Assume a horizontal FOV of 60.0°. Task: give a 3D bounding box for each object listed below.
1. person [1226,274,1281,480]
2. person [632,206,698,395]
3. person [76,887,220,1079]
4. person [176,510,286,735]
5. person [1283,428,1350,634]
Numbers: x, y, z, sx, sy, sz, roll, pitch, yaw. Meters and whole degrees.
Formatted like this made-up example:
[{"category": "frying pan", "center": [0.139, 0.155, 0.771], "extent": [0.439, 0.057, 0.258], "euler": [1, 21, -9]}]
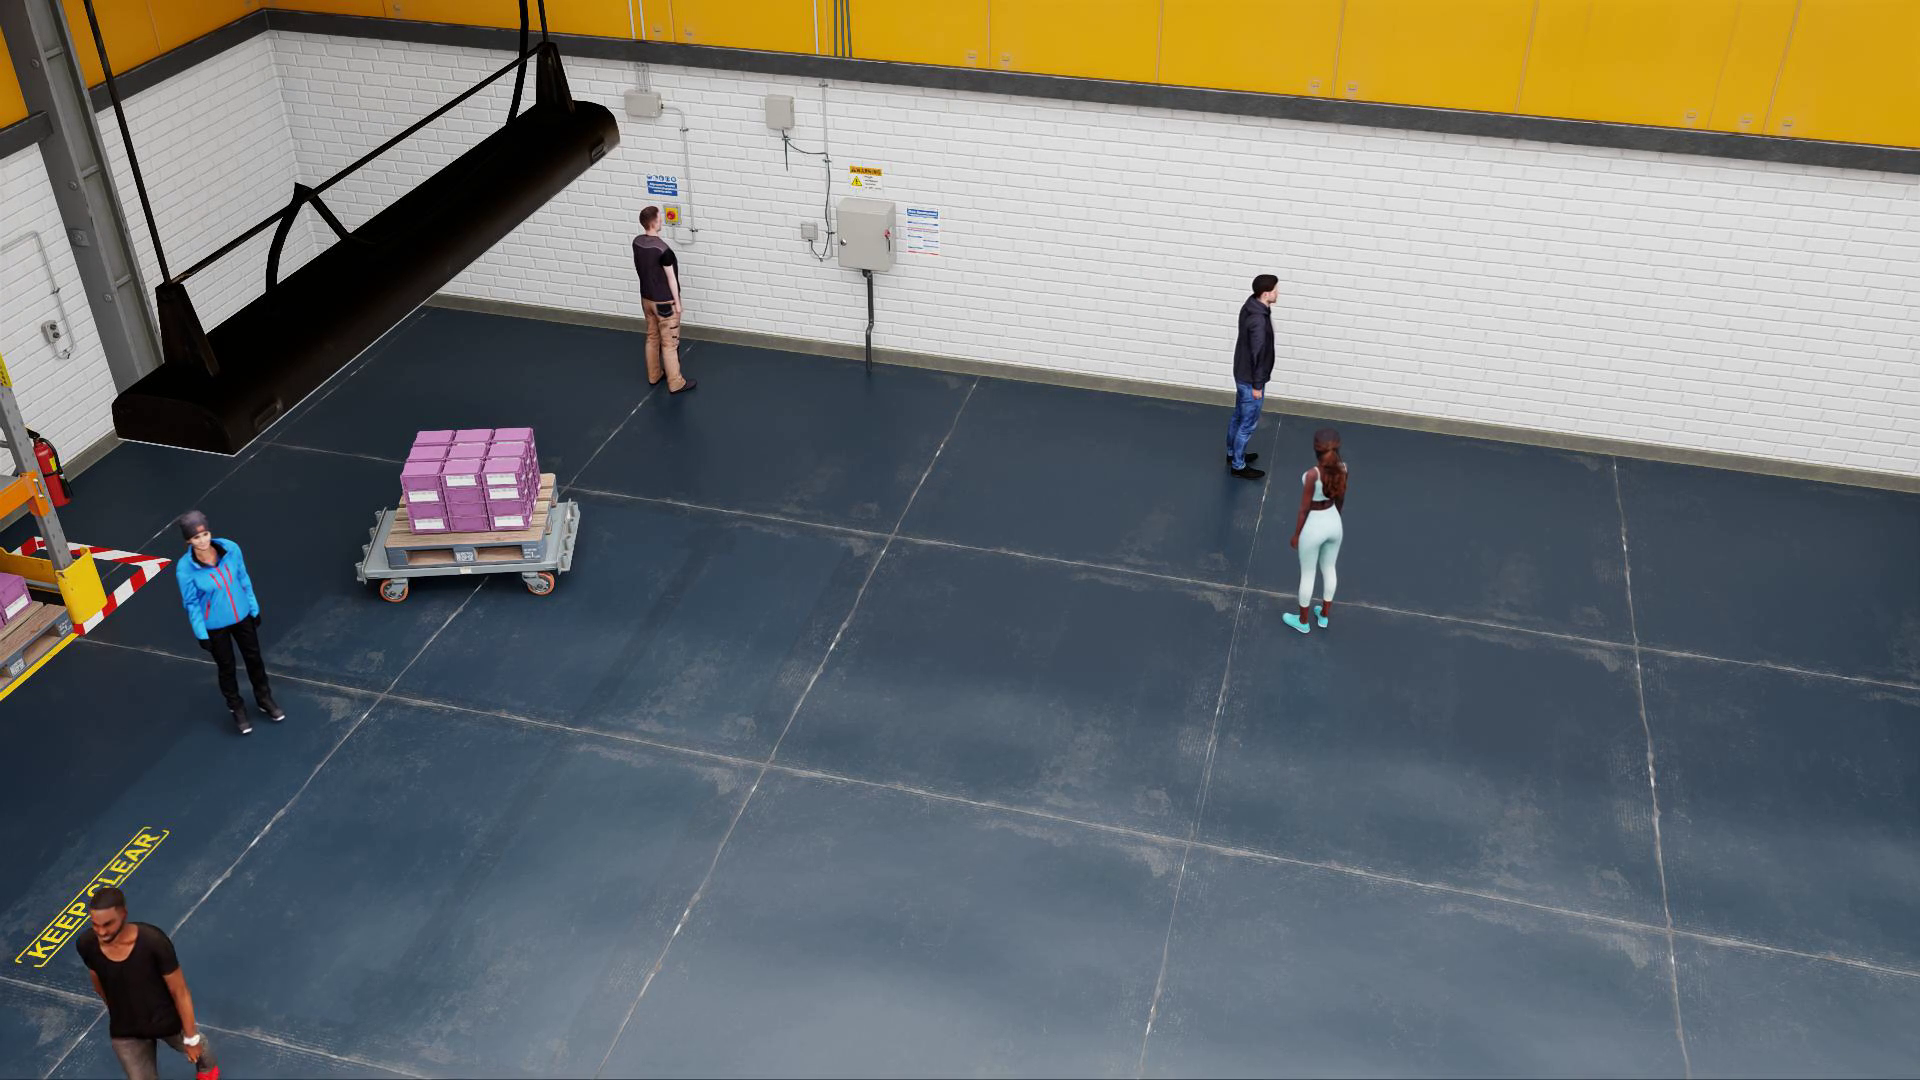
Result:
[{"category": "person", "center": [2.516, -1.435, 14.404], "extent": [0.803, 1.893, 0.618], "euler": [-1, 34, -2]}, {"category": "person", "center": [-2.852, -2.288, 15.733], "extent": [0.770, 1.842, 0.752], "euler": [26, 41, 33]}, {"category": "person", "center": [-4.192, 2.431, 8.706], "extent": [0.938, 1.762, 1.240], "euler": [-2, 34, -3]}, {"category": "person", "center": [-5.082, 0.549, 11.505], "extent": [0.636, 1.798, 0.751], "euler": [-29, 43, -36]}, {"category": "person", "center": [2.705, -0.069, 12.500], "extent": [0.655, 1.727, 0.699], "euler": [-13, 36, -19]}]
